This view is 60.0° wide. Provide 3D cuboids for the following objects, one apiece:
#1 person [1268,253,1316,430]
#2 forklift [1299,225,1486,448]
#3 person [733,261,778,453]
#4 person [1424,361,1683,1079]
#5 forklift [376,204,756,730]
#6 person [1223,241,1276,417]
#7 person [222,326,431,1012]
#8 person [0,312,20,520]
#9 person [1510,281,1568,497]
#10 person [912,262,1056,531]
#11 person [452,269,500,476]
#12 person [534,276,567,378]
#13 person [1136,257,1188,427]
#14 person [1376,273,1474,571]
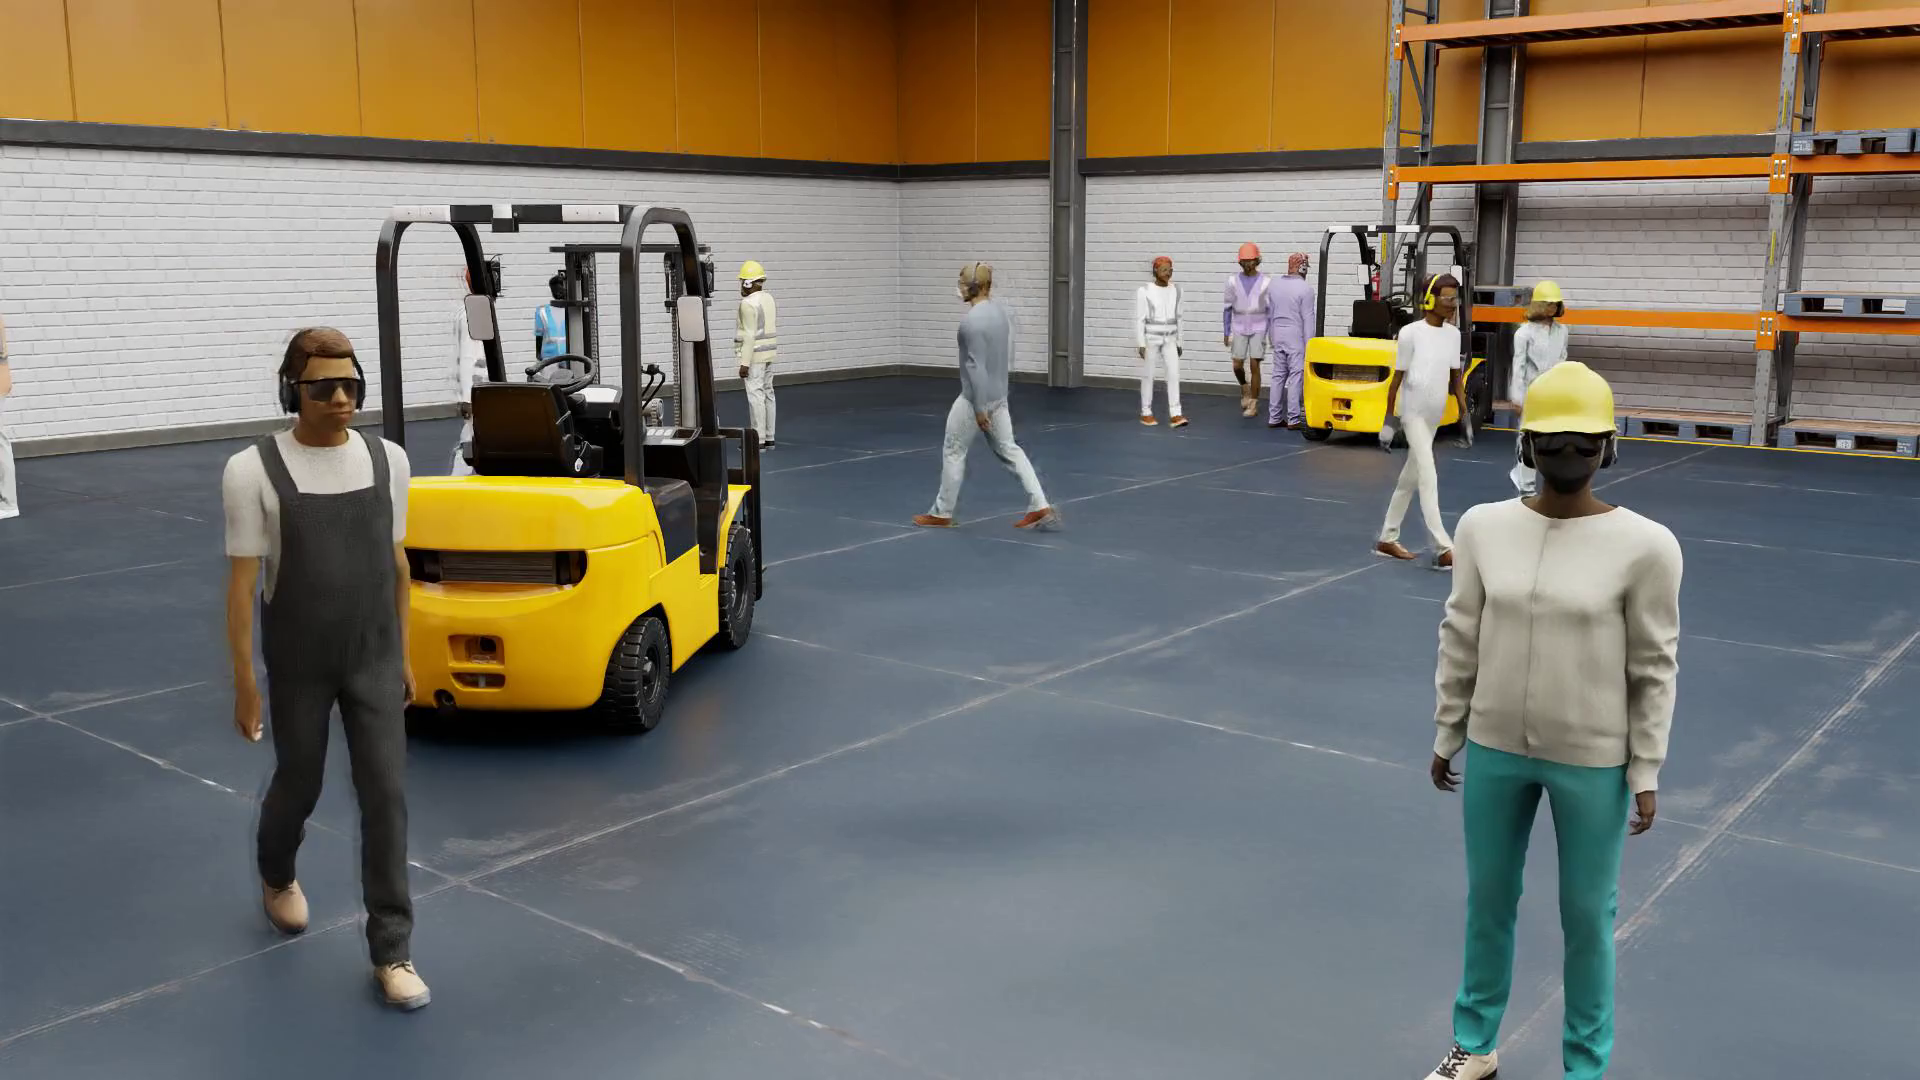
[{"bbox_3d":[3.599,-2.129,17.898,0.404,1.900,0.641,-7,12,-32],"label":"person"},{"bbox_3d":[4.449,-2.115,16.993,1.214,2.155,2.313,8,13,38],"label":"forklift"},{"bbox_3d":[-1.973,-1.755,15.996,0.404,1.835,0.587,3,11,19],"label":"person"},{"bbox_3d":[1.331,0.481,3.787,0.533,1.772,0.297,8,13,37],"label":"person"},{"bbox_3d":[-1.766,-0.406,7.525,1.214,2.155,2.313,1,10,7],"label":"forklift"},{"bbox_3d":[3.348,-2.429,19.213,0.619,2.021,0.627,4,11,21],"label":"person"},{"bbox_3d":[-1.765,0.317,4.582,0.520,1.823,0.862,-9,13,-40],"label":"person"},{"bbox_3d":[-7.112,-1.098,12.109,0.370,1.924,0.586,-6,12,-32],"label":"person"},{"bbox_3d":[4.340,-1.081,12.528,0.499,1.732,0.439,-4,11,-23],"label":"person"},{"bbox_3d":[0.193,-0.988,11.616,1.020,1.896,0.635,5,11,25],"label":"person"},{"bbox_3d":[-3.449,-1.106,12.382,0.888,1.840,0.603,-2,10,-9],"label":"person"},{"bbox_3d":[-3.982,-1.788,16.595,0.557,1.668,0.720,-1,10,-6],"label":"person"},{"bbox_3d":[2.216,-2.133,18.051,0.610,1.843,0.903,-3,11,-18],"label":"person"},{"bbox_3d":[2.958,-0.724,10.327,0.550,1.818,0.948,-7,12,-35],"label":"person"}]
